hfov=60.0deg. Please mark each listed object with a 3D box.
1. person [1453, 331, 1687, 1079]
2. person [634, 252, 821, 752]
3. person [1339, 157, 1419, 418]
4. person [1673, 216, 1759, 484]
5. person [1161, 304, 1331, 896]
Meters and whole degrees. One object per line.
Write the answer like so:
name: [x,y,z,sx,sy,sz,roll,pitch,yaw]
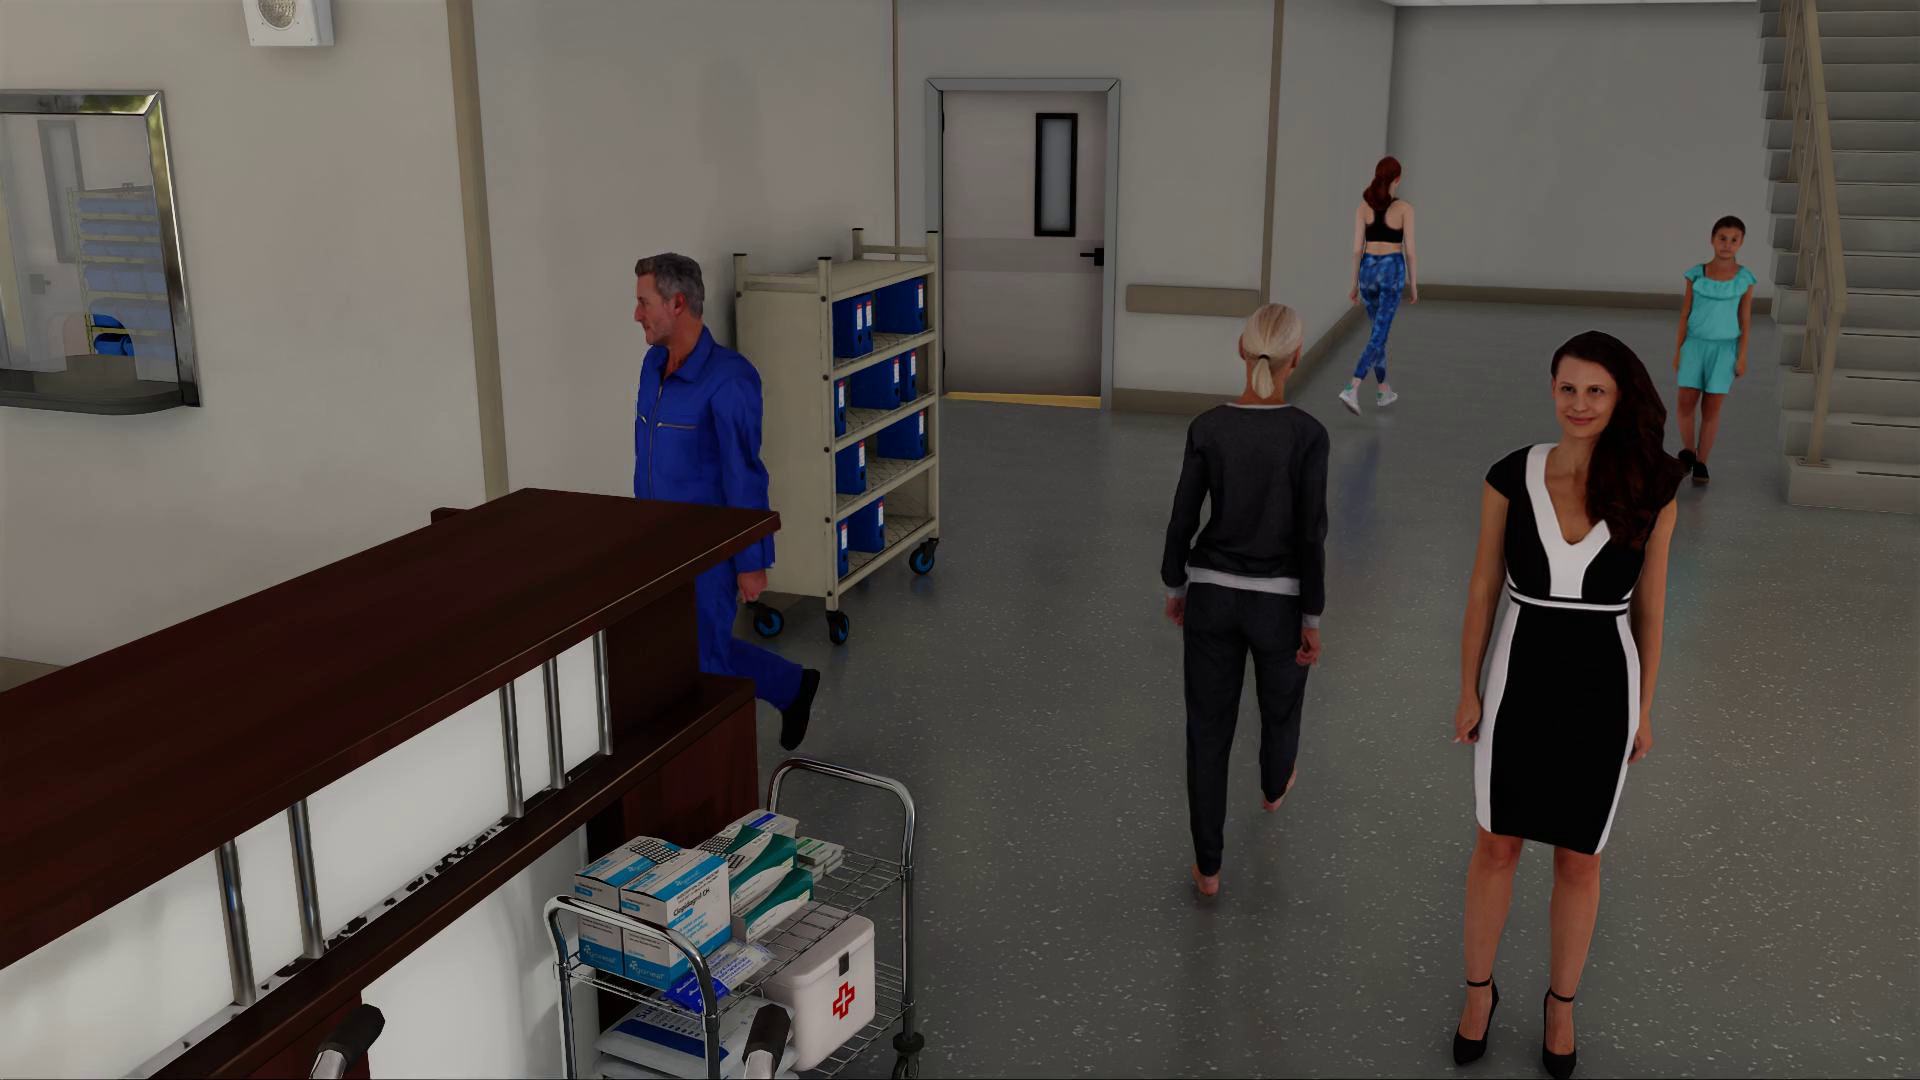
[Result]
person: [1.391,0.408,3.878,0.580,1.795,0.477,6,17,19]
person: [-0.765,0.000,5.313,1.142,1.802,1.030,-13,21,-39]
person: [2.864,-1.700,11.437,0.805,1.752,1.260,11,19,34]
person: [4.380,-1.107,9.706,0.569,1.549,0.585,8,17,25]
person: [0.820,0.209,4.785,0.691,1.686,1.053,4,16,15]
